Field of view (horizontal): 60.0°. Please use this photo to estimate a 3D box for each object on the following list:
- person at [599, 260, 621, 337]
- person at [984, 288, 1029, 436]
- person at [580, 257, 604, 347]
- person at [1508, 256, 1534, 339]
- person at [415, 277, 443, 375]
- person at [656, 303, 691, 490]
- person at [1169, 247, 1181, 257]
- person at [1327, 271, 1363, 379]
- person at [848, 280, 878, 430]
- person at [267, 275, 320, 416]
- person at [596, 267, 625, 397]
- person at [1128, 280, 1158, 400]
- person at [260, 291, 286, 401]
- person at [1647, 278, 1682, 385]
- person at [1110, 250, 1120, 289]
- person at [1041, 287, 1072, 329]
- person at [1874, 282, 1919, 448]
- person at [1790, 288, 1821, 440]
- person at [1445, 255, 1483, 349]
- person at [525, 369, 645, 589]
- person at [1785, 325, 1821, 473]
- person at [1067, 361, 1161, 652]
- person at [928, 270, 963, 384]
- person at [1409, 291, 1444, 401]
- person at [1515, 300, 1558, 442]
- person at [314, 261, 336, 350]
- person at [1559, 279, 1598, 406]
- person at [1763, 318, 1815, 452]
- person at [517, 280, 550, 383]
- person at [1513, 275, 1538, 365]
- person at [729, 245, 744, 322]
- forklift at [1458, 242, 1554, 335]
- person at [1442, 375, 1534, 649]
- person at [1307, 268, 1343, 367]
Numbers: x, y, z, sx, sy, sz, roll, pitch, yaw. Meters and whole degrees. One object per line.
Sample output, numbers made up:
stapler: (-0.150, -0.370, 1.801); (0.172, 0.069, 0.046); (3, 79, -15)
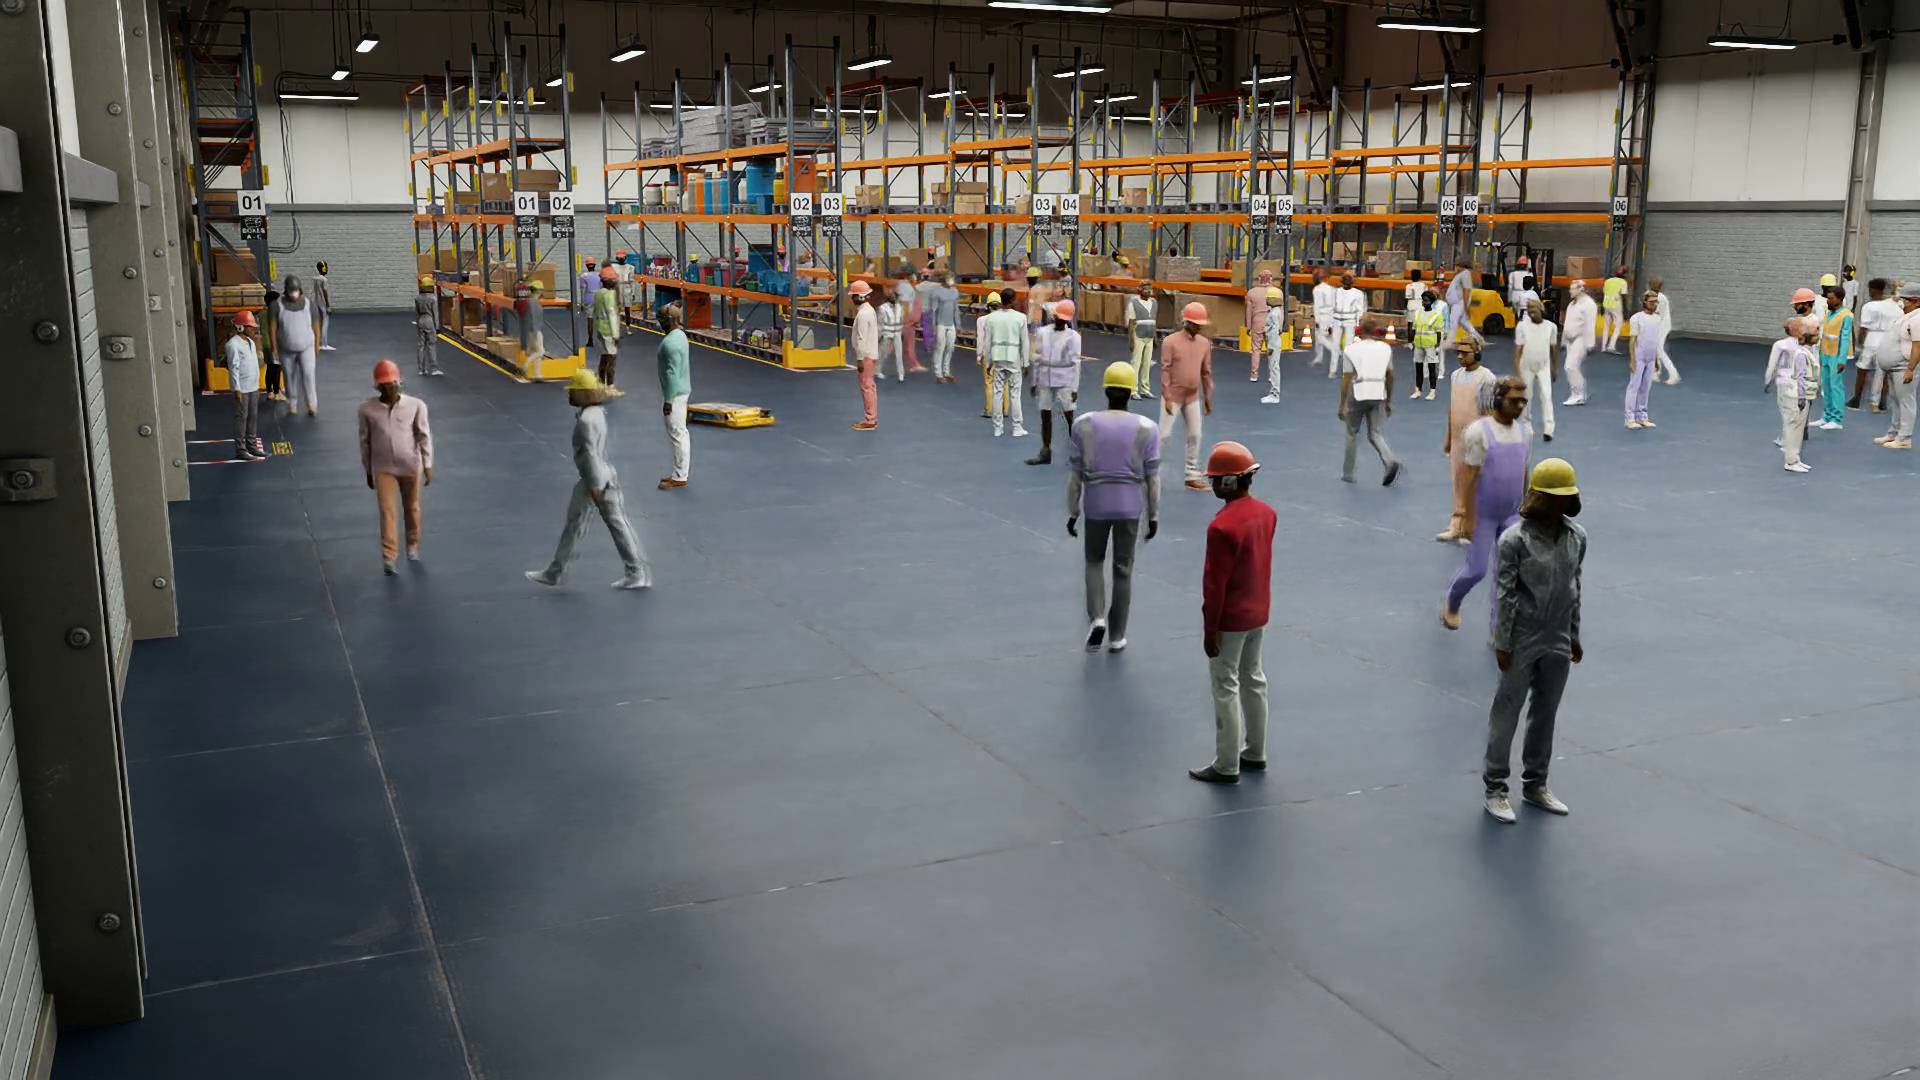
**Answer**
person: (-8.096, -5.538, 38.276); (0.603, 1.799, 0.520); (1, 11, 4)
person: (0.606, -2.292, 21.504); (0.587, 1.915, 0.397); (4, 12, 20)
person: (-7.919, -5.126, 35.871); (0.543, 1.928, 0.371); (-6, 12, -26)
person: (12.727, -5.489, 37.785); (0.553, 1.911, 0.842); (6, 13, 28)
person: (-9.503, -3.821, 29.740); (0.483, 1.734, 0.343); (4, 12, 21)
person: (-3.003, -1.498, 17.406); (0.369, 1.939, 0.631); (-1, 11, -3)
person: (6.554, -8.078, 51.126); (0.429, 1.837, 0.627); (-10, 15, -42)
person: (6.689, -3.735, 28.931); (0.598, 1.877, 0.392); (8, 13, 34)
person: (-1.288, -2.456, 22.170); (0.400, 1.986, 0.606); (2, 11, 8)
person: (-9.431, -2.769, 23.601); (0.704, 2.000, 1.006); (-5, 12, -23)
person: (-5.508, -3.250, 26.145); (0.406, 2.028, 0.630); (-7, 13, -30)
person: (2.825, -3.093, 25.745); (0.566, 1.846, 0.387); (-9, 14, -37)
person: (-10.539, -2.977, 25.555); (0.535, 1.691, 0.317); (10, 15, 42)
person: (11.904, -3.517, 28.070); (0.707, 1.795, 0.527); (8, 14, 36)
person: (4.177, -6.818, 44.604); (0.323, 1.876, 0.530); (-4, 12, -21)
person: (1.625, -3.431, 27.990); (0.522, 1.640, 0.306); (1, 11, 6)
person: (11.572, -2.149, 20.453); (0.537, 2.000, 0.679); (3, 12, 15)
person: (10.732, -2.240, 21.219); (0.384, 1.926, 0.550); (3, 12, 16)
person: (10.707, -5.089, 35.394); (0.844, 2.000, 0.686); (2, 11, 8)
person: (-2.853, -0.451, 12.683); (0.912, 1.689, 0.504); (0, 11, 2)
person: (9.428, -1.587, 18.609); (0.307, 1.645, 0.514); (7, 13, 33)
person: (1.016, -0.215, 10.944); (0.614, 1.909, 0.417); (2, 11, 8)
person: (-0.262, -3.626, 28.281); (0.491, 1.914, 0.775); (10, 15, 41)
person: (7.197, -2.998, 25.666); (0.319, 1.693, 0.532); (-10, 15, -41)
person: (7.325, -2.154, 21.143); (0.544, 1.783, 0.884); (3, 12, 15)
person: (-13.430, -4.937, 35.089); (0.331, 1.862, 0.509); (-11, 15, -43)
person: (9.162, -2.936, 24.830); (0.544, 1.888, 0.674); (-1, 11, -5)
person: (10.033, -1.890, 20.219); (0.538, 1.604, 0.773); (-1, 11, -3)
person: (-7.217, -3.522, 28.180); (0.435, 1.735, 0.555); (-1, 11, -3)
person: (10.753, -4.168, 31.590); (0.534, 1.697, 0.318); (-11, 15, -44)
person: (-5.947, -6.791, 44.052); (0.389, 2.039, 0.626); (-7, 13, -32)
forklift: (13.047, -6.049, 39.881); (2.313, 2.155, 1.214); (-5, 12, -23)
person: (3.513, -0.183, 10.993); (0.529, 1.832, 0.656); (-3, 12, -15)
person: (6.828, -4.132, 30.995); (0.663, 1.862, 0.599); (8, 14, 34)
